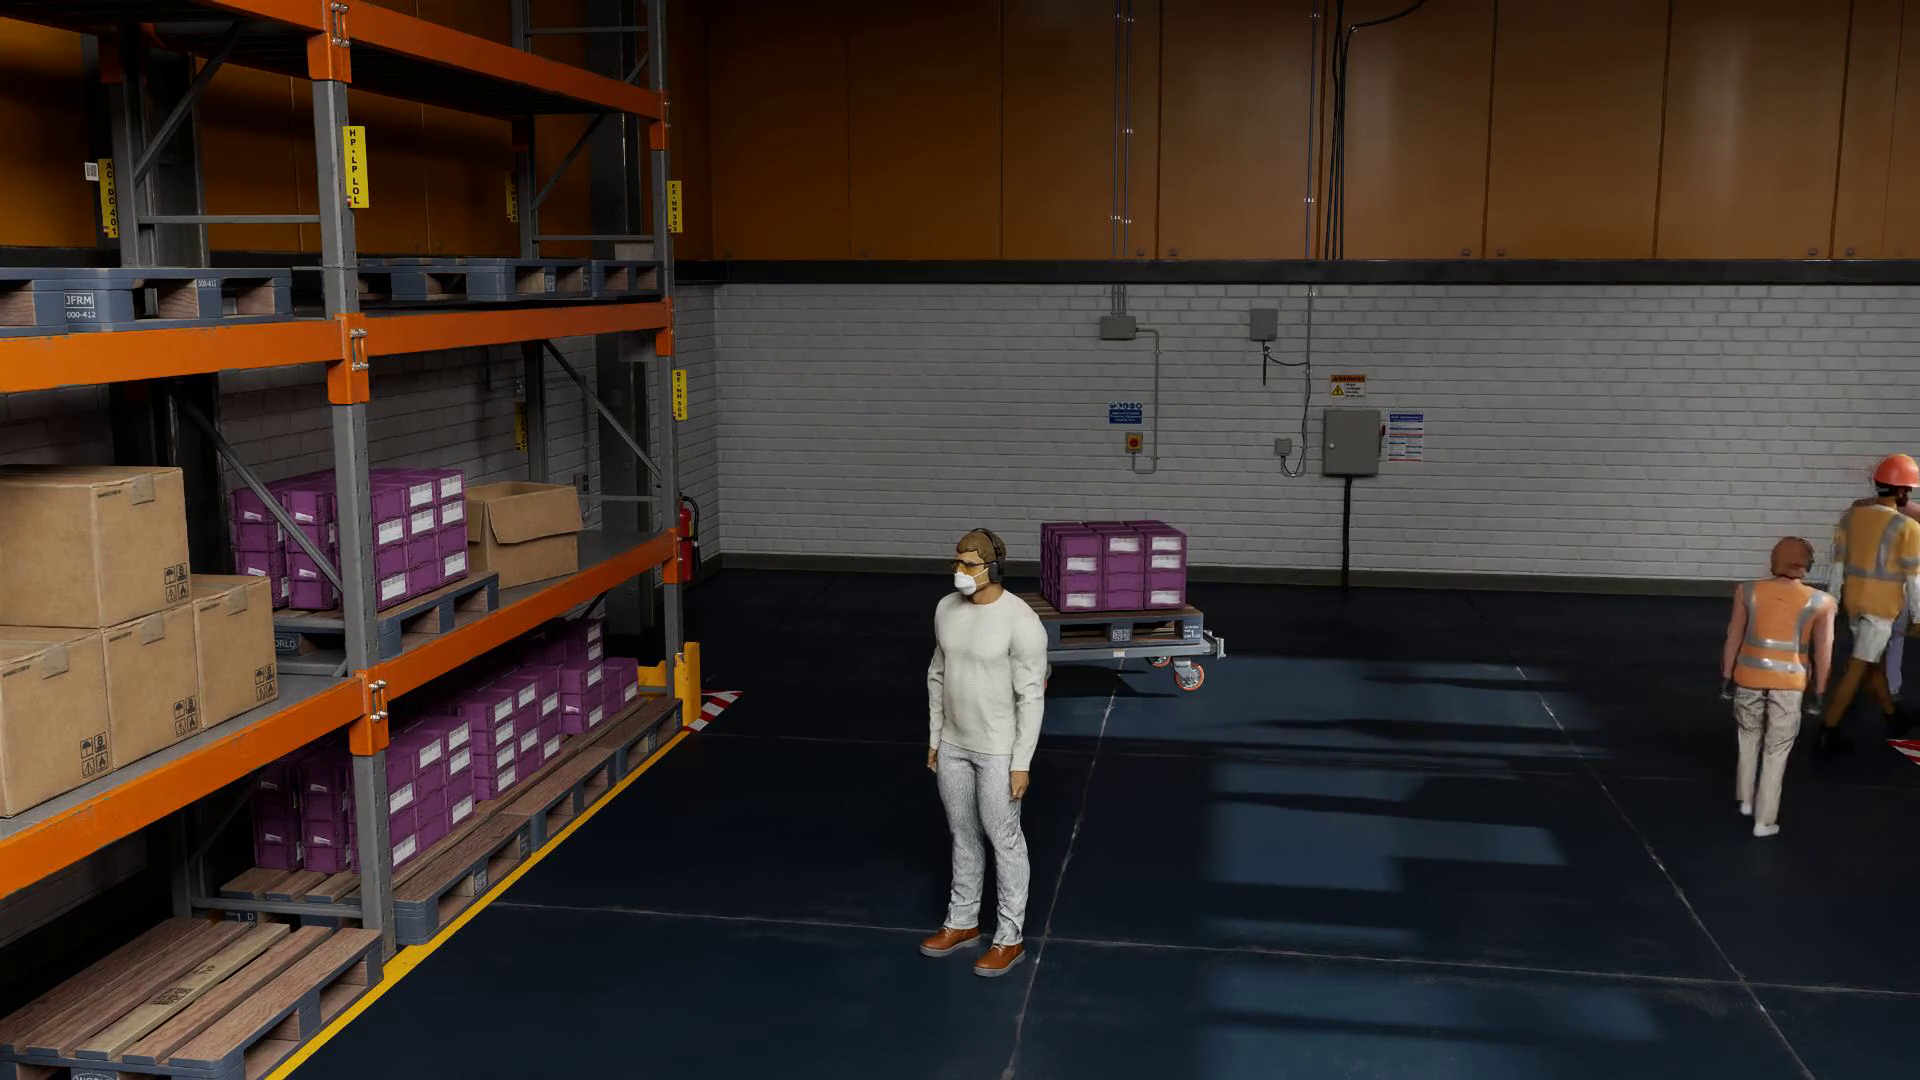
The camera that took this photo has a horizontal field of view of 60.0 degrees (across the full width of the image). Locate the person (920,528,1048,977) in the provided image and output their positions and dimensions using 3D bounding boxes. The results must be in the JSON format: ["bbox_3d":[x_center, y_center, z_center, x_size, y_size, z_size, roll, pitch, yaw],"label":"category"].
[{"bbox_3d":[0.093,0.907,7.219,0.632,1.940,0.372,9,13,43],"label":"person"}]

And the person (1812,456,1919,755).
[{"bbox_3d":[5.823,0.411,10.456,1.017,1.876,0.548,-3,10,-16],"label":"person"}]

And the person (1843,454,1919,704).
[{"bbox_3d":[6.496,0.274,11.675,0.522,1.763,0.335,8,12,40],"label":"person"}]

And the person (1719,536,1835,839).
[{"bbox_3d":[4.419,0.783,9.003,0.531,1.603,0.620,7,12,38],"label":"person"}]
